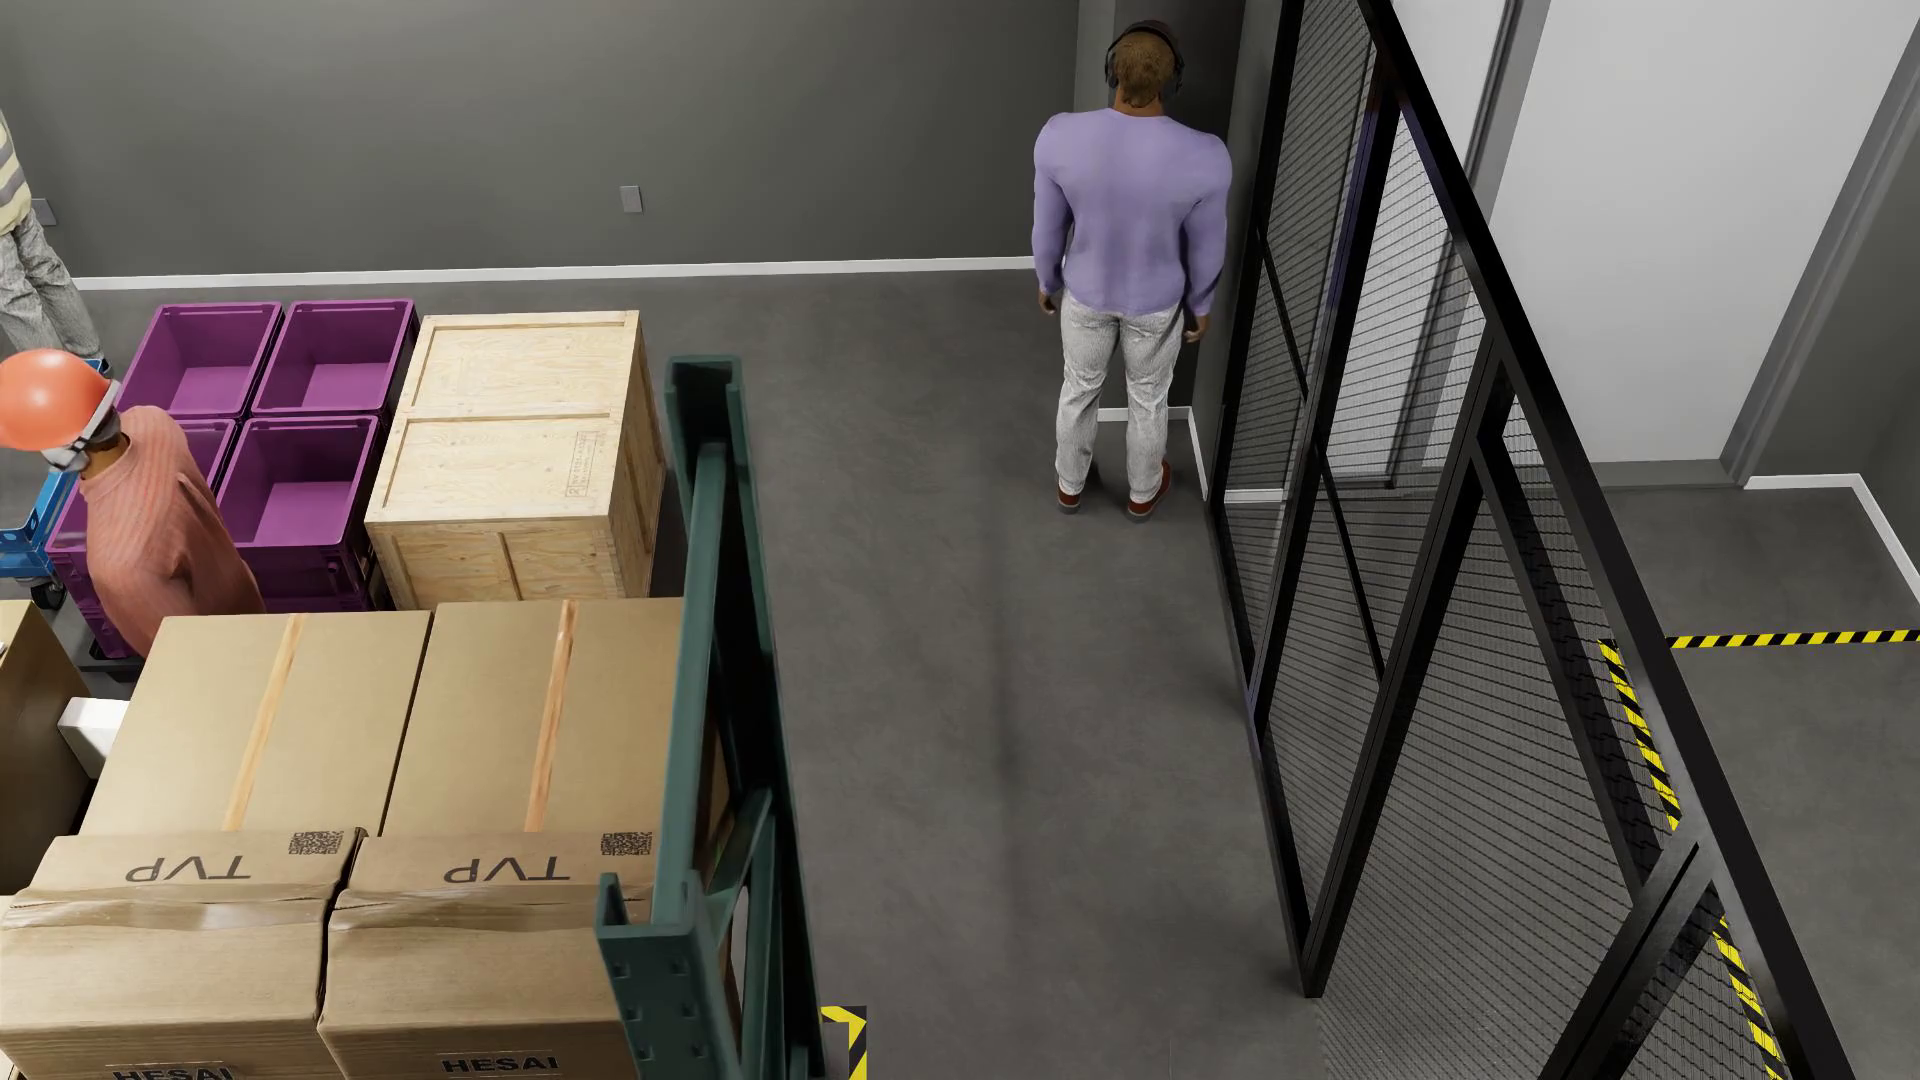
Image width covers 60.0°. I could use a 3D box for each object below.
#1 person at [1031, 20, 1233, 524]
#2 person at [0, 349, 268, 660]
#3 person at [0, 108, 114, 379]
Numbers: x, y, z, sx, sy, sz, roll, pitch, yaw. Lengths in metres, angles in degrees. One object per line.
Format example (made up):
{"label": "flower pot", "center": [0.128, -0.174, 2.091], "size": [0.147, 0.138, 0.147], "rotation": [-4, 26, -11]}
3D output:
{"label": "person", "center": [0.550, -0.835, 5.553], "size": [0.635, 1.939, 0.367], "rotation": [10, 47, 9]}
{"label": "person", "center": [-2.052, 0.272, 4.465], "size": [0.402, 1.985, 0.613], "rotation": [-10, 47, -10]}
{"label": "person", "center": [-3.541, -1.187, 5.961], "size": [0.403, 1.834, 0.589], "rotation": [1, 46, 1]}
